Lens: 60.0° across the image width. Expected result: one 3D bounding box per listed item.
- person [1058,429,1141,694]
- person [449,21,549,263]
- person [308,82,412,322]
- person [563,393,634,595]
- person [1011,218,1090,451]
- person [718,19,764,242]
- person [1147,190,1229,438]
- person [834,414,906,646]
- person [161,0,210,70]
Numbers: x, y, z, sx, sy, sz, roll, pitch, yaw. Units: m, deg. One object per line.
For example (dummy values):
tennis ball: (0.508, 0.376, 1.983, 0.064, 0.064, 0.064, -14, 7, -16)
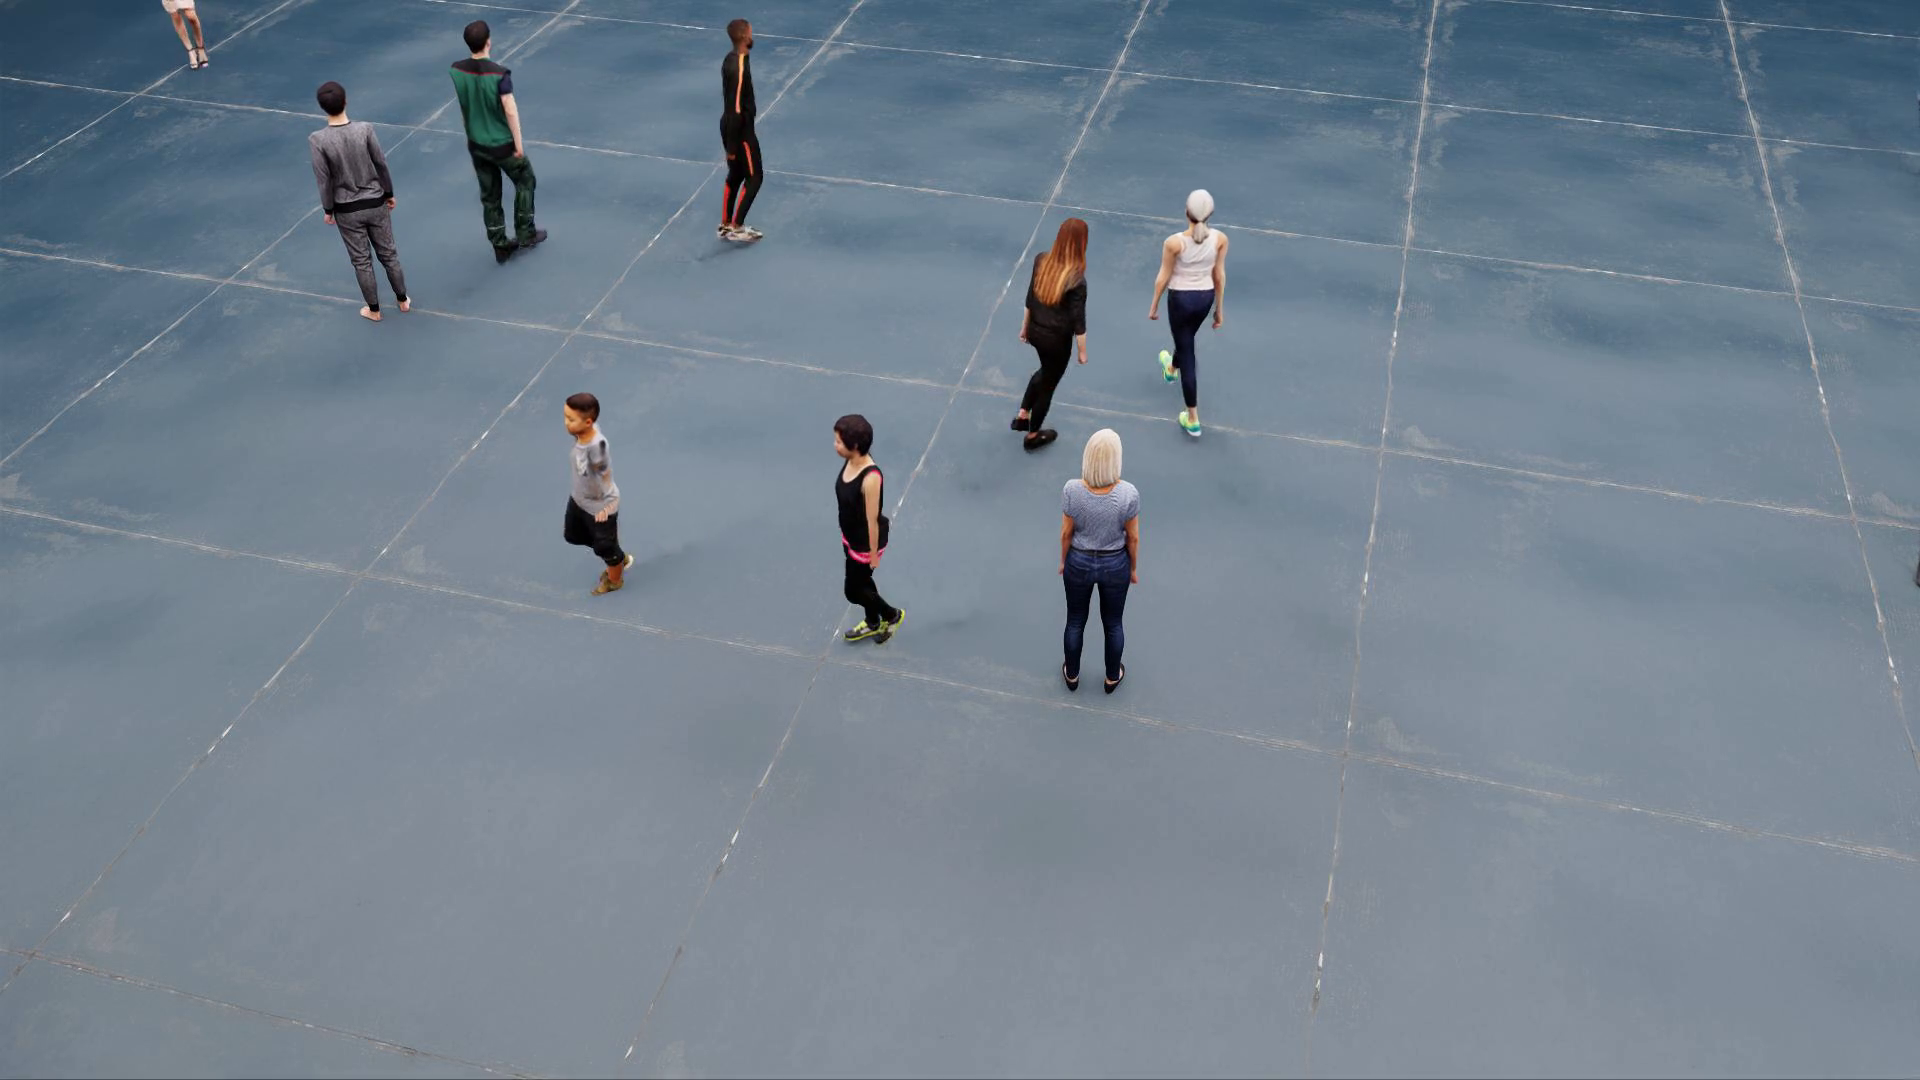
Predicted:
person: (0.743, 0.129, 8.994, 0.612, 1.722, 0.540, 5, 38, 6)
person: (-3.677, -3.048, 12.926, 0.699, 1.880, 0.694, 9, 39, 12)
person: (-4.411, -2.476, 12.226, 0.736, 1.843, 0.811, -22, 43, -25)
person: (-2.098, -0.321, 9.789, 0.769, 1.452, 0.720, -26, 45, -29)
person: (0.523, -1.279, 10.822, 0.840, 1.687, 0.790, -28, 46, -31)
person: (-1.811, -3.203, 13.211, 0.862, 1.775, 0.783, -3, 38, -4)
person: (1.555, -1.475, 11.100, 0.983, 1.653, 1.227, -9, 39, -11)
person: (-0.475, -0.048, 9.369, 0.751, 1.539, 0.684, -15, 40, -18)
person: (-7.615, -5.447, 16.046, 0.727, 1.815, 0.785, -9, 39, -12)
